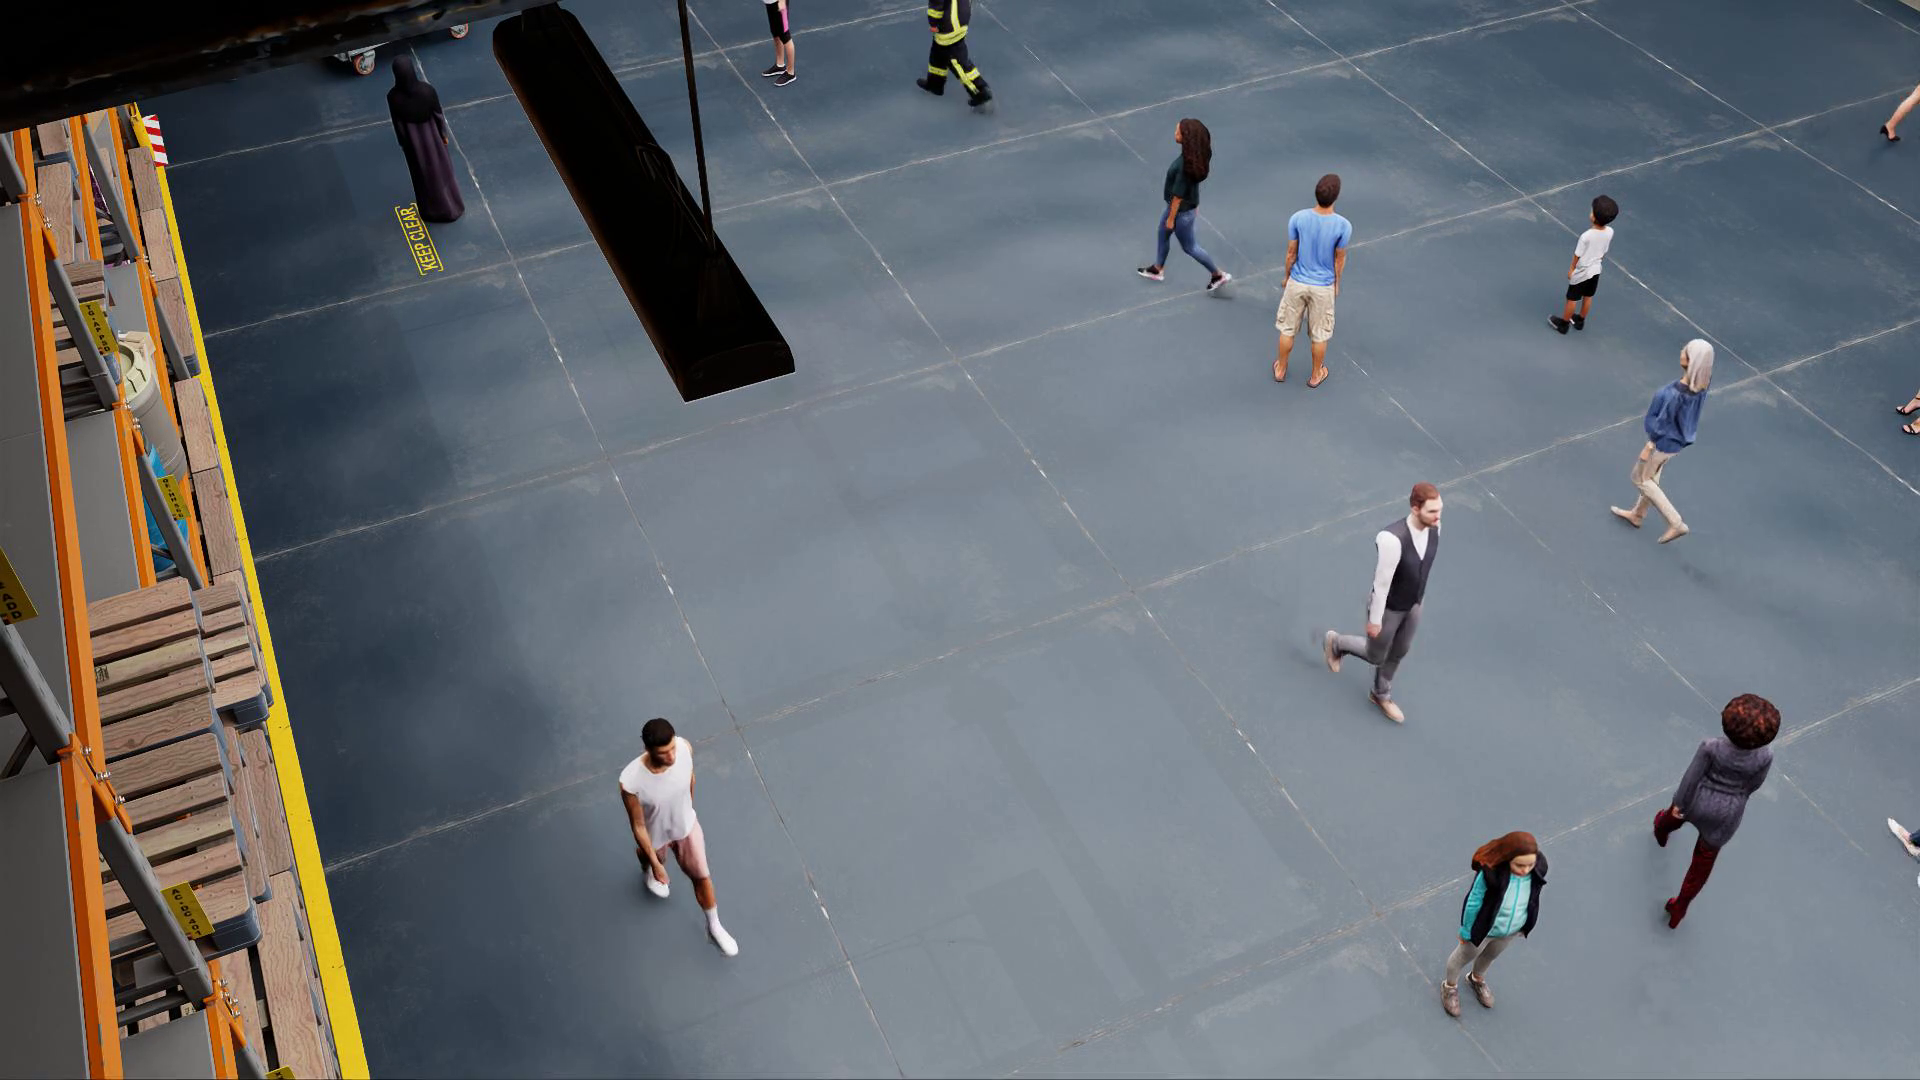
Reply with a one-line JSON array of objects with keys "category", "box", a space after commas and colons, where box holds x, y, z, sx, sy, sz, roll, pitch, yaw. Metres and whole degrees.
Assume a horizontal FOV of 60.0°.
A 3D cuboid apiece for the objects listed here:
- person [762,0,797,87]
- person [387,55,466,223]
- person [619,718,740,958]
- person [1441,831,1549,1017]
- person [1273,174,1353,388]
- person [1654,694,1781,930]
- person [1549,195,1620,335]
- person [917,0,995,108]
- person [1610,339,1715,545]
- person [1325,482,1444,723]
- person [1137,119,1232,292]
[{"category": "person", "box": [-1.847, -5.481, 16.777, 0.689, 1.787, 0.500, -24, 49, -23]}, {"category": "person", "box": [-4.829, -3.610, 14.938, 0.622, 1.614, 0.620, -12, 45, -12]}, {"category": "person", "box": [-1.725, 1.566, 9.420, 0.773, 1.731, 1.214, -27, 50, -25]}, {"category": "person", "box": [2.908, 2.065, 9.064, 0.619, 1.500, 0.634, -10, 44, -10]}, {"category": "person", "box": [2.770, -2.029, 13.099, 0.741, 1.862, 0.799, 14, 45, 14]}, {"category": "person", "box": [4.268, 1.583, 9.439, 1.009, 1.681, 1.067, 15, 46, 15]}, {"category": "person", "box": [5.209, -2.275, 13.796, 0.473, 1.257, 0.482, -17, 46, -17]}, {"category": "person", "box": [-0.024, -5.150, 16.349, 1.334, 1.899, 1.192, 22, 48, 21]}, {"category": "person", "box": [5.086, -0.649, 11.782, 0.758, 1.681, 0.929, -31, 52, -28]}, {"category": "person", "box": [2.703, 0.336, 10.576, 0.723, 1.918, 0.955, -23, 48, -23]}, {"category": "person", "box": [1.966, -2.785, 14.093, 1.089, 1.585, 1.042, 13, 45, 13]}]
